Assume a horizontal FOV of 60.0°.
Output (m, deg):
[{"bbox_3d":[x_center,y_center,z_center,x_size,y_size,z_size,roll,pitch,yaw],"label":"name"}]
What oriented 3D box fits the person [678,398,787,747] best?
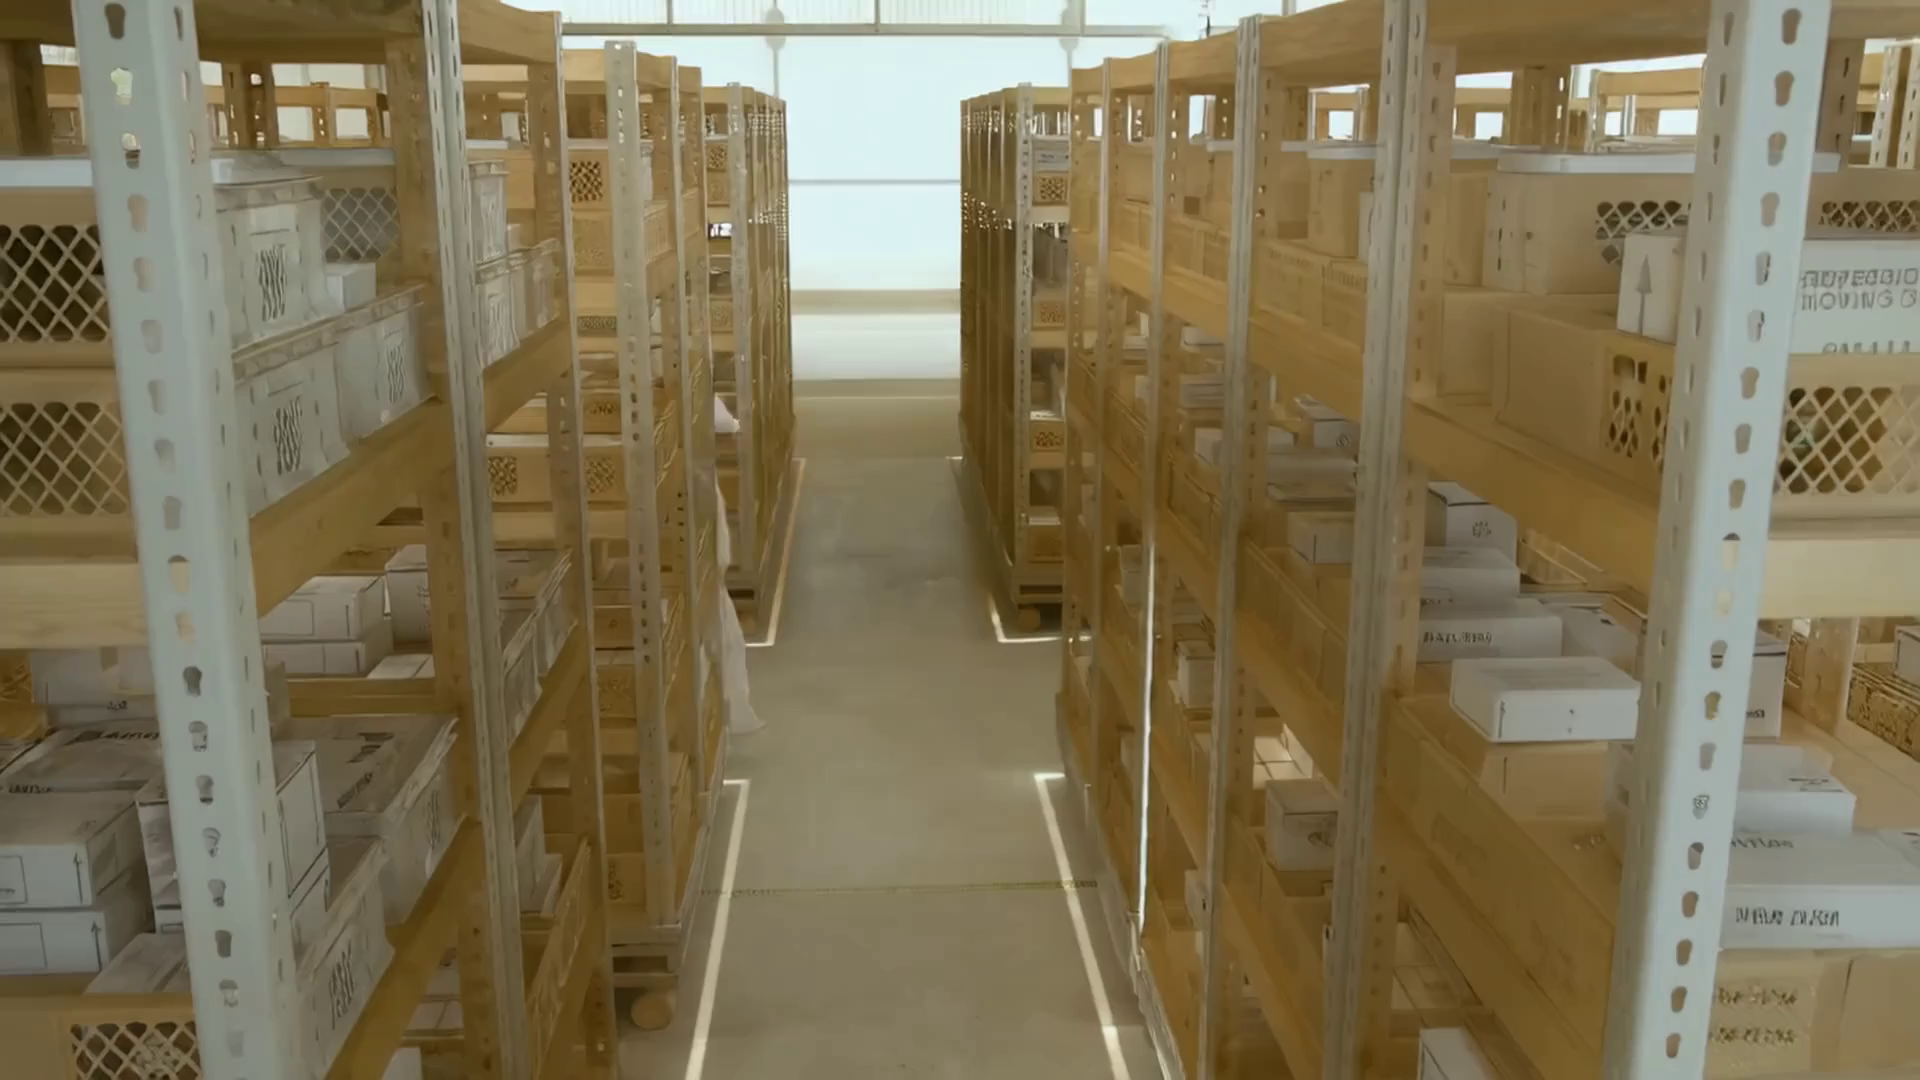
[{"bbox_3d":[-1.465,0.208,8.889,0.964,1.966,0.600,-5,15,-21],"label":"person"}]
